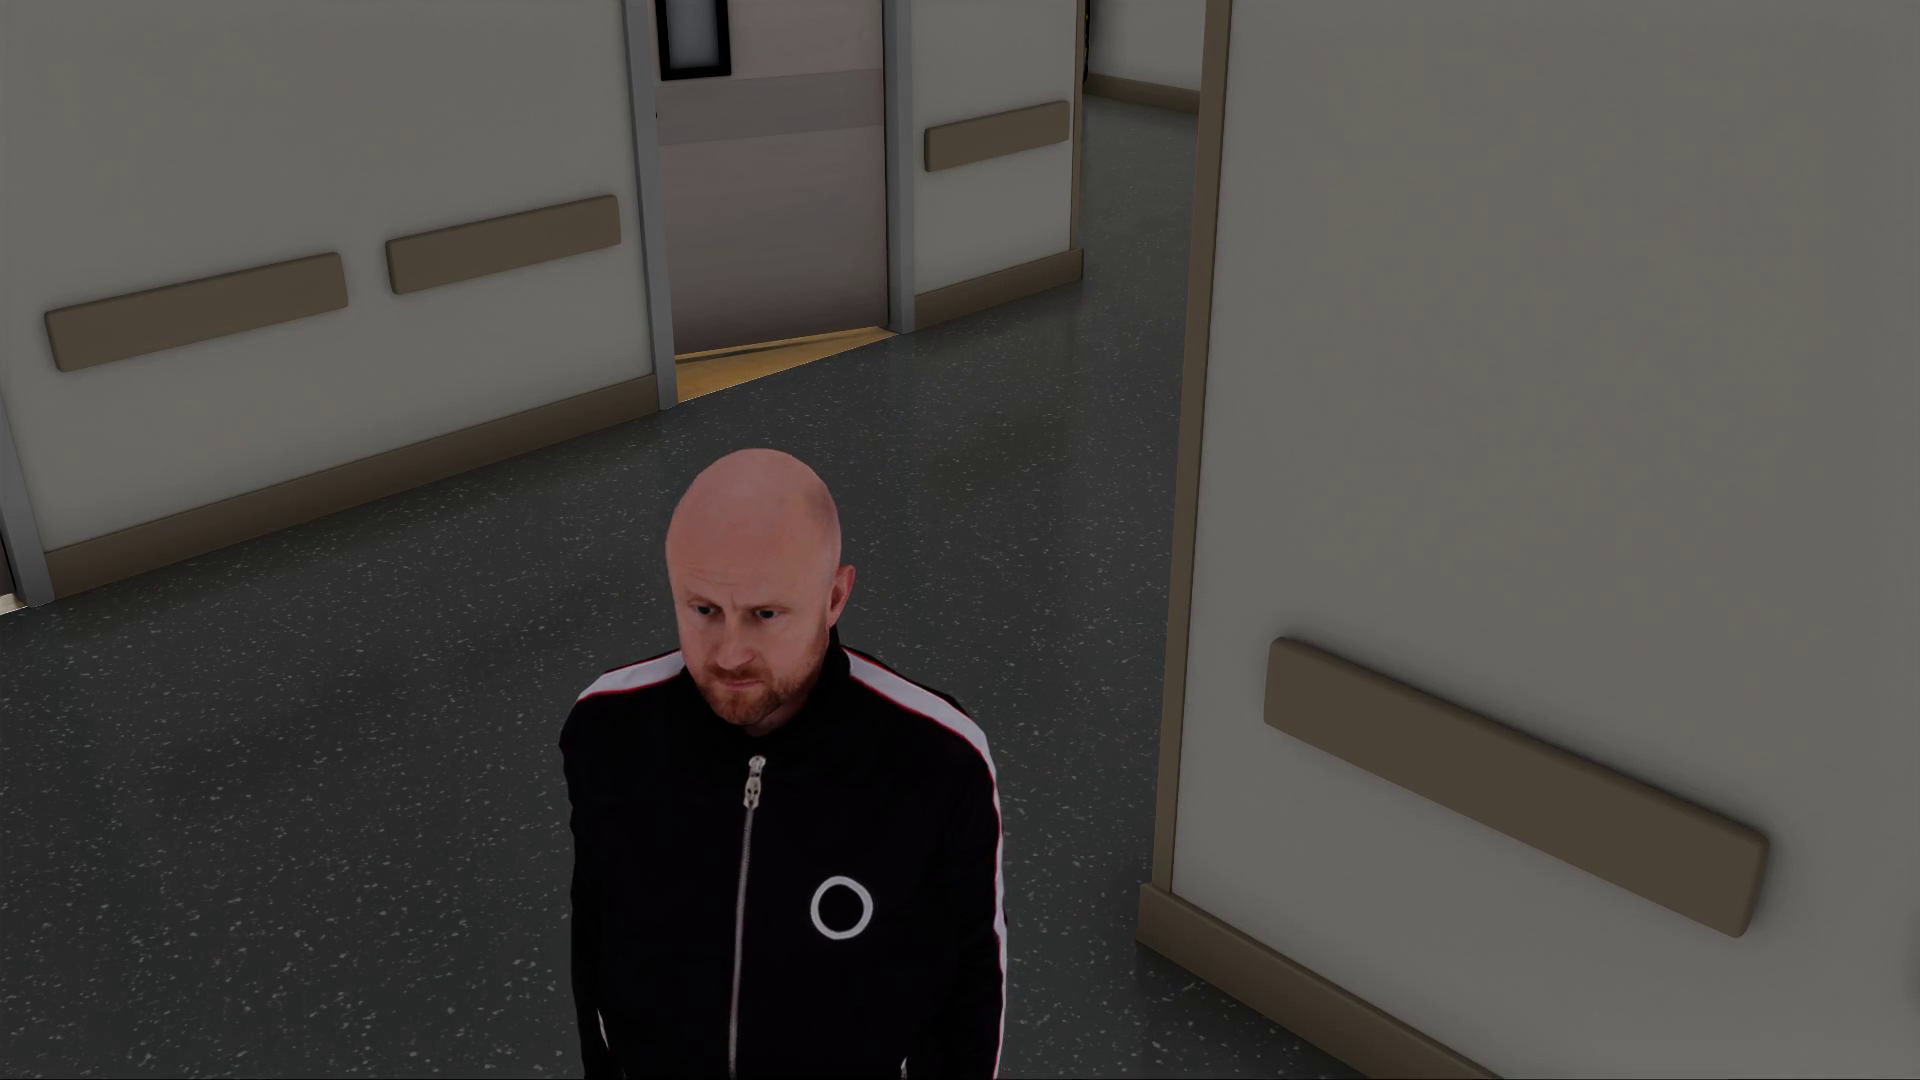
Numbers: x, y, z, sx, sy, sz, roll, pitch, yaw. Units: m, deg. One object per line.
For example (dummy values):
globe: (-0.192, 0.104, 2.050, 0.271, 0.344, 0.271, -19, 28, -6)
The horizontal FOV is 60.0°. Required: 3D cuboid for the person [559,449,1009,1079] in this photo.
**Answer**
person: (-0.204, 0.724, 2.009, 0.758, 1.836, 0.782, 4, 26, 8)
